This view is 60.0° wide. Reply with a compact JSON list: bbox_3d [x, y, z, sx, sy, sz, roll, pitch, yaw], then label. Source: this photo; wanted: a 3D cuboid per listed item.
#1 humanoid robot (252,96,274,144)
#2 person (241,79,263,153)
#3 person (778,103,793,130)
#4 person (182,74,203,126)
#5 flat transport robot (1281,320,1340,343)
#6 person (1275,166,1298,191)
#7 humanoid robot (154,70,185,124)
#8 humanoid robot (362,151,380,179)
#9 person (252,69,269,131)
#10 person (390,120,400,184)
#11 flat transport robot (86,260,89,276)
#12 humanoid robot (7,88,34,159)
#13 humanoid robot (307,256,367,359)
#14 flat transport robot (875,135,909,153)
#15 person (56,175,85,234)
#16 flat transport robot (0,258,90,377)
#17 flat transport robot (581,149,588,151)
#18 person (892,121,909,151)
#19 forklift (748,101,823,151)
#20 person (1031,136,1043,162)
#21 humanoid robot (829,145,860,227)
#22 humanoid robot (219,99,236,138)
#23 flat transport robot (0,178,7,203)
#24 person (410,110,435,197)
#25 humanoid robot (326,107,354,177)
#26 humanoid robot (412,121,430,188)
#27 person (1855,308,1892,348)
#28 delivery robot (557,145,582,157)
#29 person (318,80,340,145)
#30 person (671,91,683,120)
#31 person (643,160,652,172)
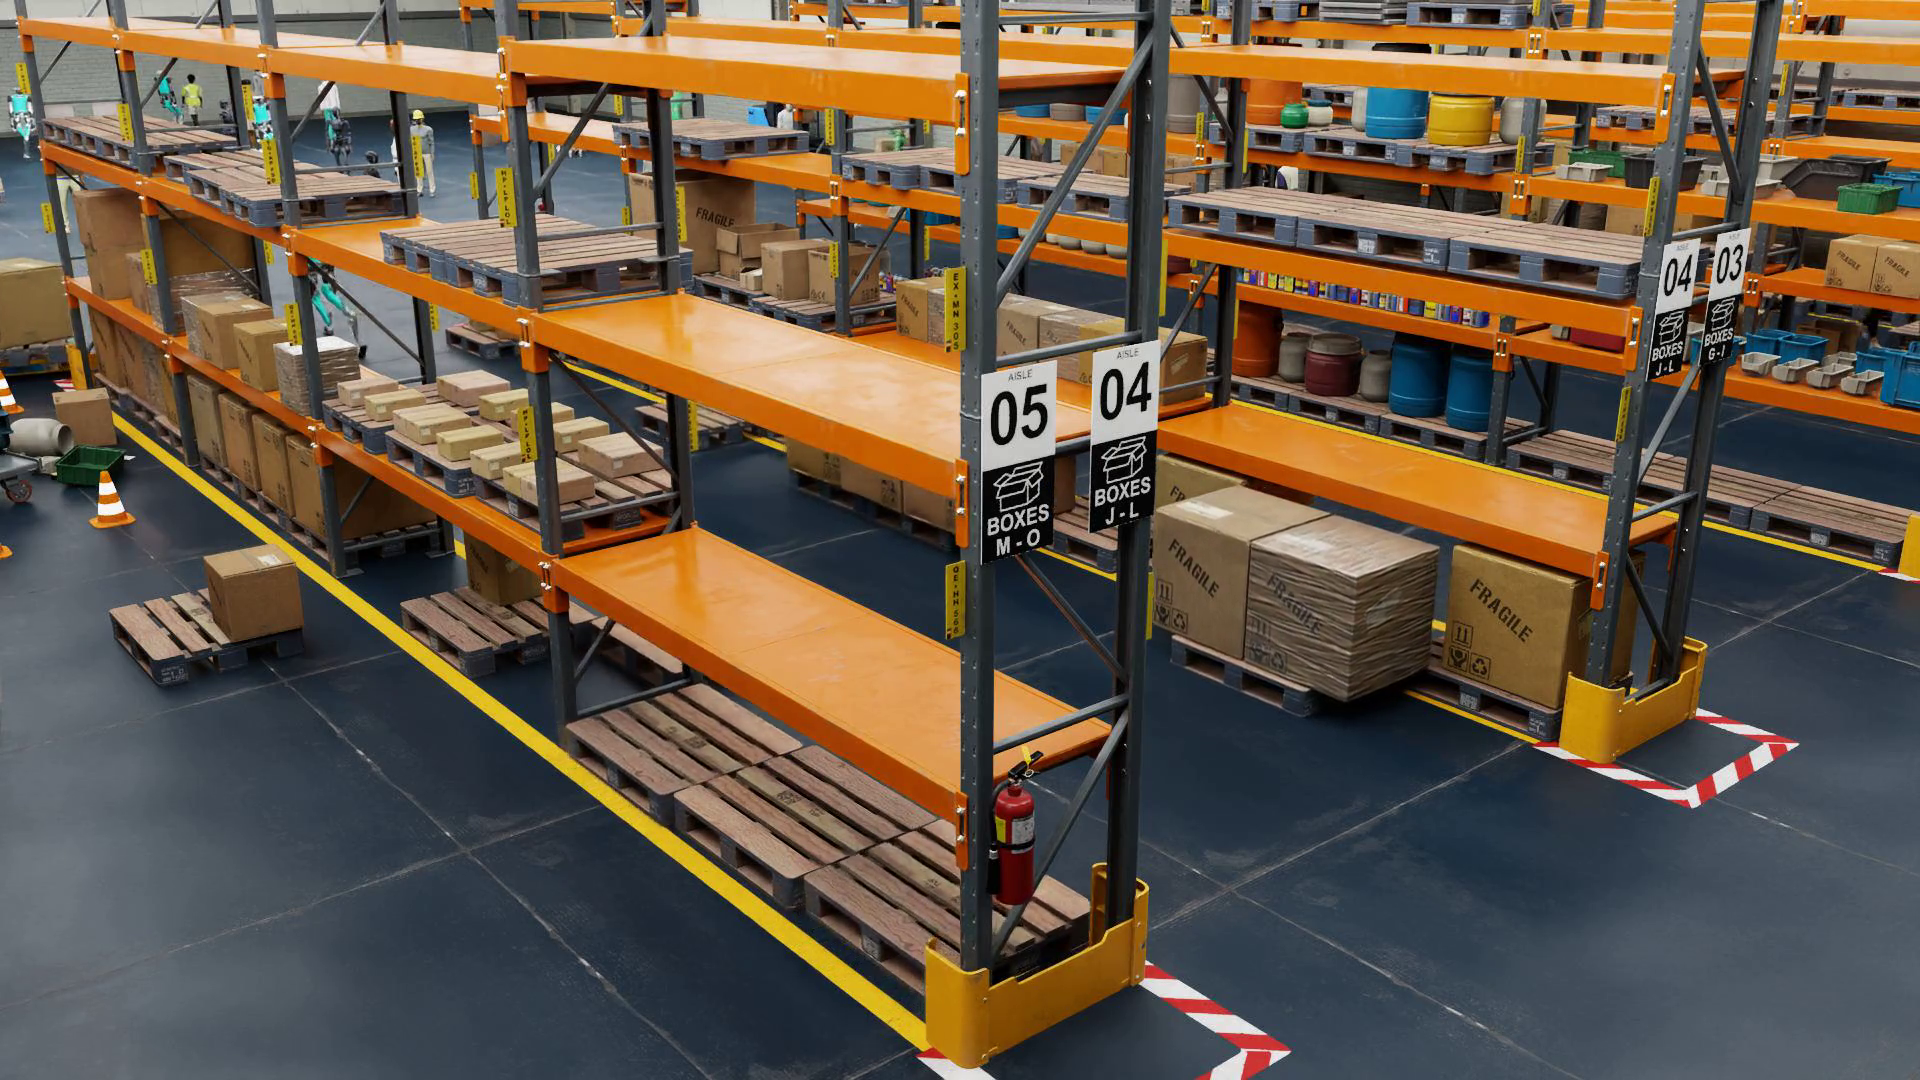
[{"bbox_3d":[-15.692,-9.225,38.004,0.958,1.776,0.558,11,22,29],"label":"humanoid robot"},{"bbox_3d":[-17.877,-10.702,42.008,0.796,1.853,0.400,8,21,21],"label":"person"},{"bbox_3d":[-3.725,-8.794,36.512,0.584,1.892,0.374,-7,20,-18],"label":"person"},{"bbox_3d":[-21.417,-12.176,46.481,0.536,1.657,0.844,-18,26,-42],"label":"person"},{"bbox_3d":[4.307,-2.569,21.249,0.659,0.231,1.431,-13,23,-33],"label":"flat transport robot"},{"bbox_3d":[5.316,-5.475,27.156,0.388,1.839,0.559,14,24,35],"label":"person"},{"bbox_3d":[-22.158,-12.354,46.788,0.530,1.728,0.704,6,20,17],"label":"humanoid robot"},{"bbox_3d":[-10.026,-5.746,28.182,0.491,1.645,0.613,-2,19,-6],"label":"humanoid robot"},{"bbox_3d":[-19.946,-12.657,47.536,0.408,1.876,0.500,9,21,25],"label":"person"},{"bbox_3d":[-10.530,-7.004,31.432,0.355,1.886,0.573,-16,25,-38],"label":"person"},{"bbox_3d":[-11.551,-3.427,23.690,1.431,0.231,0.659,-1,19,-4],"label":"flat transport robot"},{"bbox_3d":[-22.676,-10.059,40.329,0.589,1.730,0.964,-15,24,-37],"label":"humanoid robot"},{"bbox_3d":[-7.720,-3.084,20.520,0.959,1.766,0.533,11,22,29],"label":"humanoid robot"},{"bbox_3d":[-1.375,-8.189,37.242,0.659,0.231,1.431,-8,21,-22],"label":"flat transport robot"},{"bbox_3d":[-16.068,-6.479,29.931,0.533,1.892,0.399,-12,23,-31],"label":"person"},{"bbox_3d":[-11.217,-2.104,19.925,1.431,0.231,0.659,-10,22,-25],"label":"flat transport robot"},{"bbox_3d":[-9.548,-10.248,43.103,0.659,0.231,1.431,11,22,28],"label":"flat transport robot"},{"bbox_3d":[-1.176,-7.483,33.079,0.880,1.700,0.477,3,20,9],"label":"person"},{"bbox_3d":[-4.526,-11.368,42.374,1.129,2.768,1.873,-15,24,-37],"label":"forklift"},{"bbox_3d":[1.349,-6.724,30.830,0.415,1.756,0.559,16,25,38],"label":"person"},{"bbox_3d":[-1.974,-6.491,30.240,0.806,1.799,0.542,-15,24,-36],"label":"humanoid robot"},{"bbox_3d":[-16.975,-9.418,38.680,0.777,1.619,0.609,3,20,8],"label":"humanoid robot"},{"bbox_3d":[-19.140,-6.313,31.903,0.659,0.231,1.431,-1,19,-3],"label":"flat transport robot"},{"bbox_3d":[-11.128,-7.987,34.409,0.523,1.768,0.306,0,19,1],"label":"person"},{"bbox_3d":[-13.554,-8.610,36.323,0.588,1.642,0.458,-1,19,-3],"label":"humanoid robot"},{"bbox_3d":[-11.538,-8.364,35.615,0.318,1.641,0.608,6,20,18],"label":"humanoid robot"},{"bbox_3d":[11.589,-3.234,21.031,0.572,1.662,0.550,-6,20,-16],"label":"person"},{"bbox_3d":[-9.767,-9.893,41.690,0.499,0.614,0.815,-12,23,-31],"label":"delivery robot"},{"bbox_3d":[-16.643,-11.402,43.922,0.492,1.904,0.509,-6,20,-17],"label":"person"},{"bbox_3d":[-7.020,-10.335,40.825,0.494,1.950,0.855,-6,20,-16],"label":"person"},{"bbox_3d":[-5.195,-5.940,28.308,0.369,1.955,0.602,0,19,-1],"label":"person"}]
